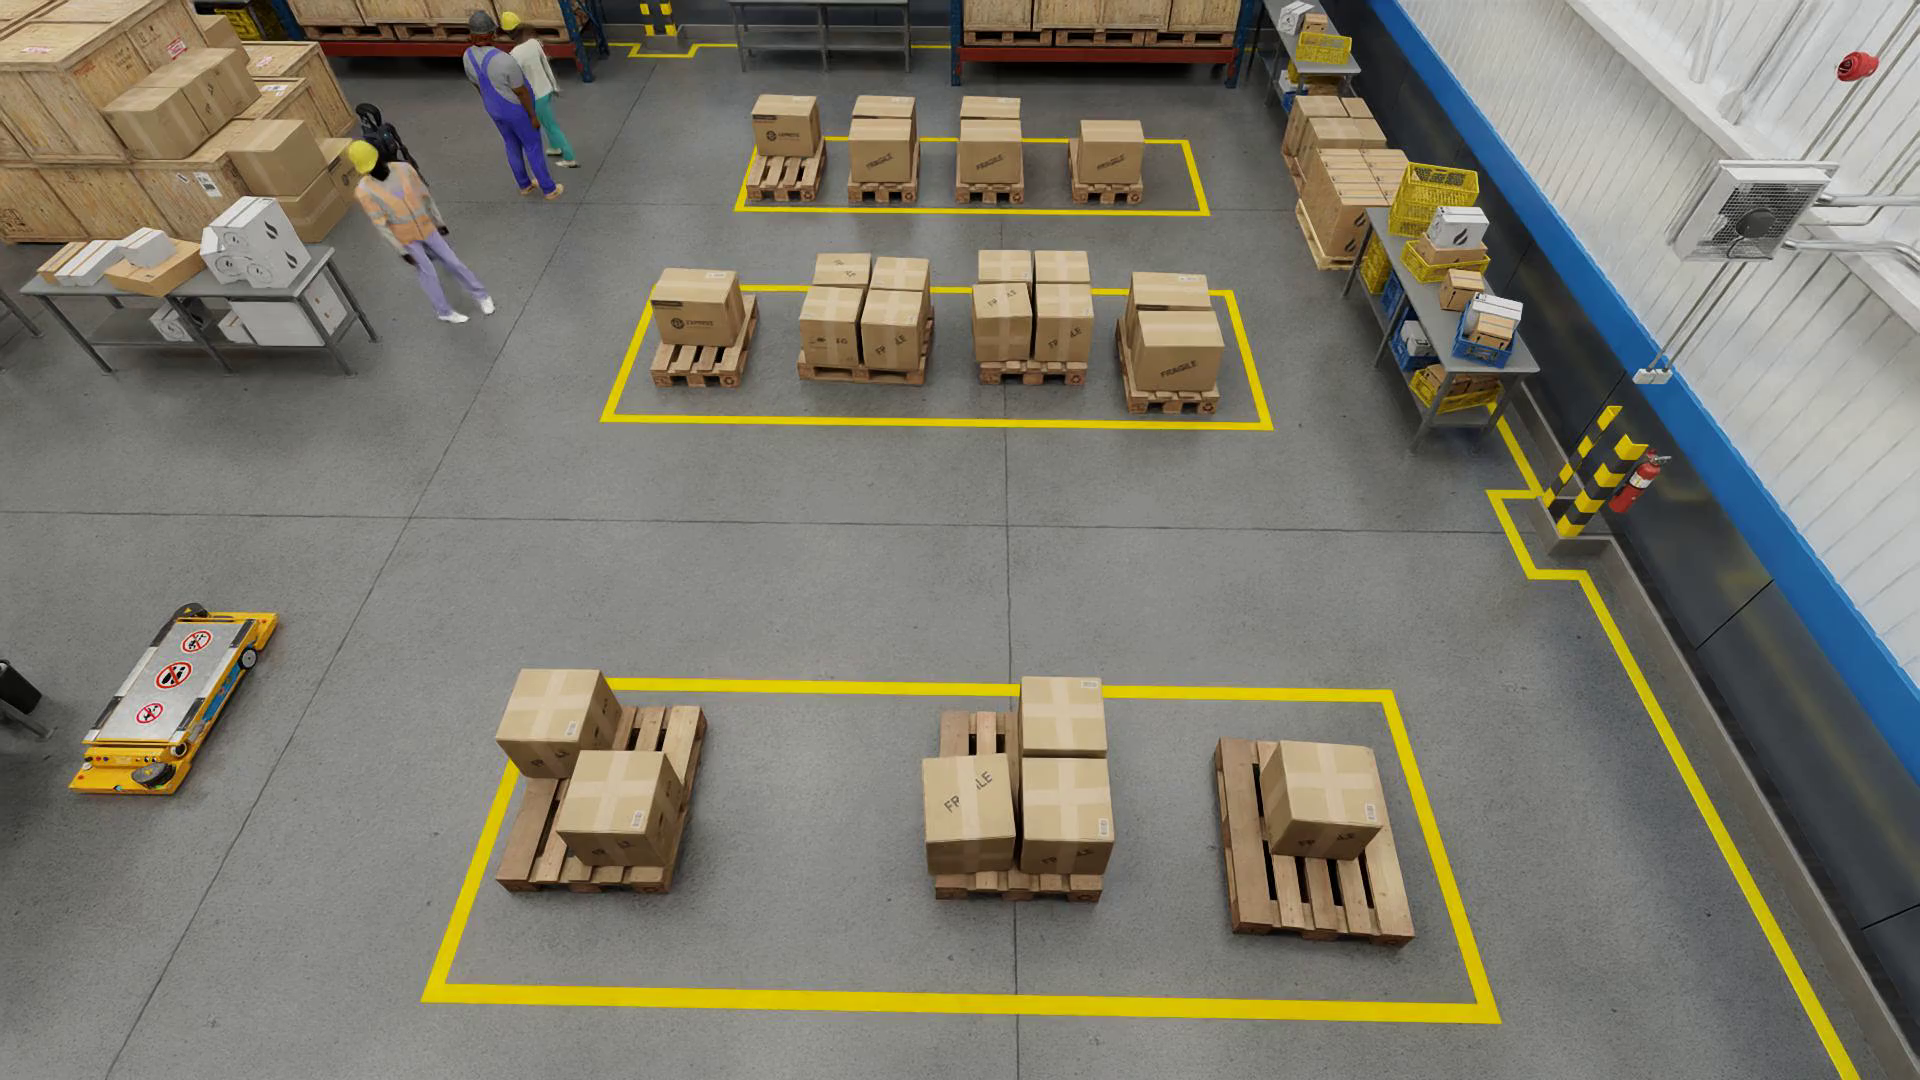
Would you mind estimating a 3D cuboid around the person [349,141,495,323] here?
[{"bbox_3d":[-5.152,-2.940,8.795,0.477,1.886,0.694,30,56,23],"label":"person"}]

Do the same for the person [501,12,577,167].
[{"bbox_3d":[-5.081,-5.319,10.905,0.681,1.742,0.531,10,51,9],"label":"person"}]

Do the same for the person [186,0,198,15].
[{"bbox_3d":[-10.318,-6.888,12.081,0.430,1.977,0.596,14,51,12],"label":"person"}]

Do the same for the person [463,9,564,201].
[{"bbox_3d":[-5.033,-4.879,10.336,0.681,2.000,0.536,18,52,15],"label":"person"}]

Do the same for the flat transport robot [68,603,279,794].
[{"bbox_3d":[-5.504,1.072,6.442,0.652,0.197,1.431,1,50,1],"label":"flat transport robot"}]

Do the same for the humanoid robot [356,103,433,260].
[{"bbox_3d":[-5.883,-3.740,9.607,0.365,1.647,0.575,7,50,6],"label":"humanoid robot"}]
